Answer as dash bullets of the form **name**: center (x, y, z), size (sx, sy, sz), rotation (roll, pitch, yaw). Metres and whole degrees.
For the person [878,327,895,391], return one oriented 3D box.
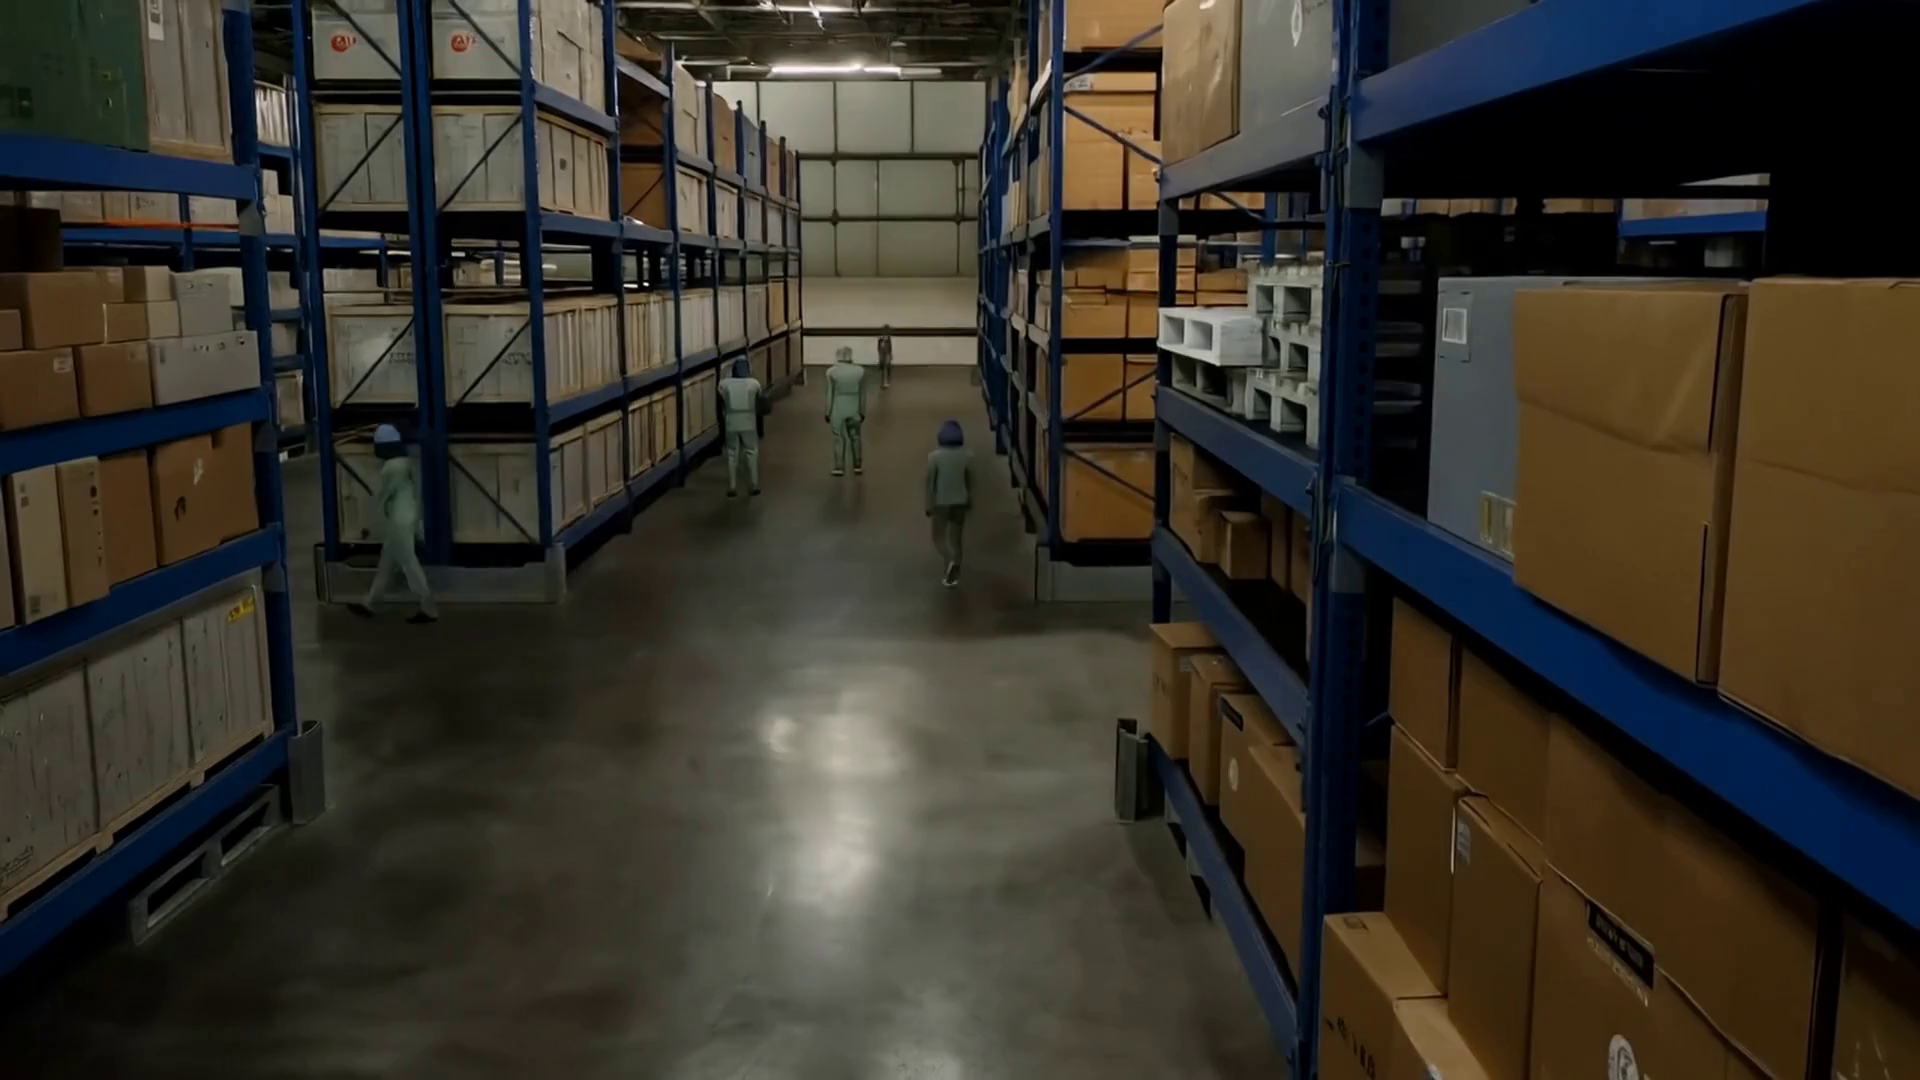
- **person**: center (-1.857, -4.522, 41.508), size (0.606, 1.599, 0.569), rotation (3, 10, 19)

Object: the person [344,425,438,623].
- **person**: center (-4.911, -0.125, 14.227), size (0.890, 1.699, 0.492), rotation (0, 9, 1)

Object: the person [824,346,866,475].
- **person**: center (-1.705, -1.915, 24.575), size (0.652, 1.906, 0.402), rotation (-5, 10, -26)

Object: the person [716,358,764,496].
- **person**: center (-2.941, -1.509, 22.292), size (0.634, 1.839, 0.429), rotation (-1, 9, -5)

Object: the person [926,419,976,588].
- **person**: center (-0.068, -0.327, 15.713), size (0.505, 1.620, 0.463), rotation (-3, 10, -19)
